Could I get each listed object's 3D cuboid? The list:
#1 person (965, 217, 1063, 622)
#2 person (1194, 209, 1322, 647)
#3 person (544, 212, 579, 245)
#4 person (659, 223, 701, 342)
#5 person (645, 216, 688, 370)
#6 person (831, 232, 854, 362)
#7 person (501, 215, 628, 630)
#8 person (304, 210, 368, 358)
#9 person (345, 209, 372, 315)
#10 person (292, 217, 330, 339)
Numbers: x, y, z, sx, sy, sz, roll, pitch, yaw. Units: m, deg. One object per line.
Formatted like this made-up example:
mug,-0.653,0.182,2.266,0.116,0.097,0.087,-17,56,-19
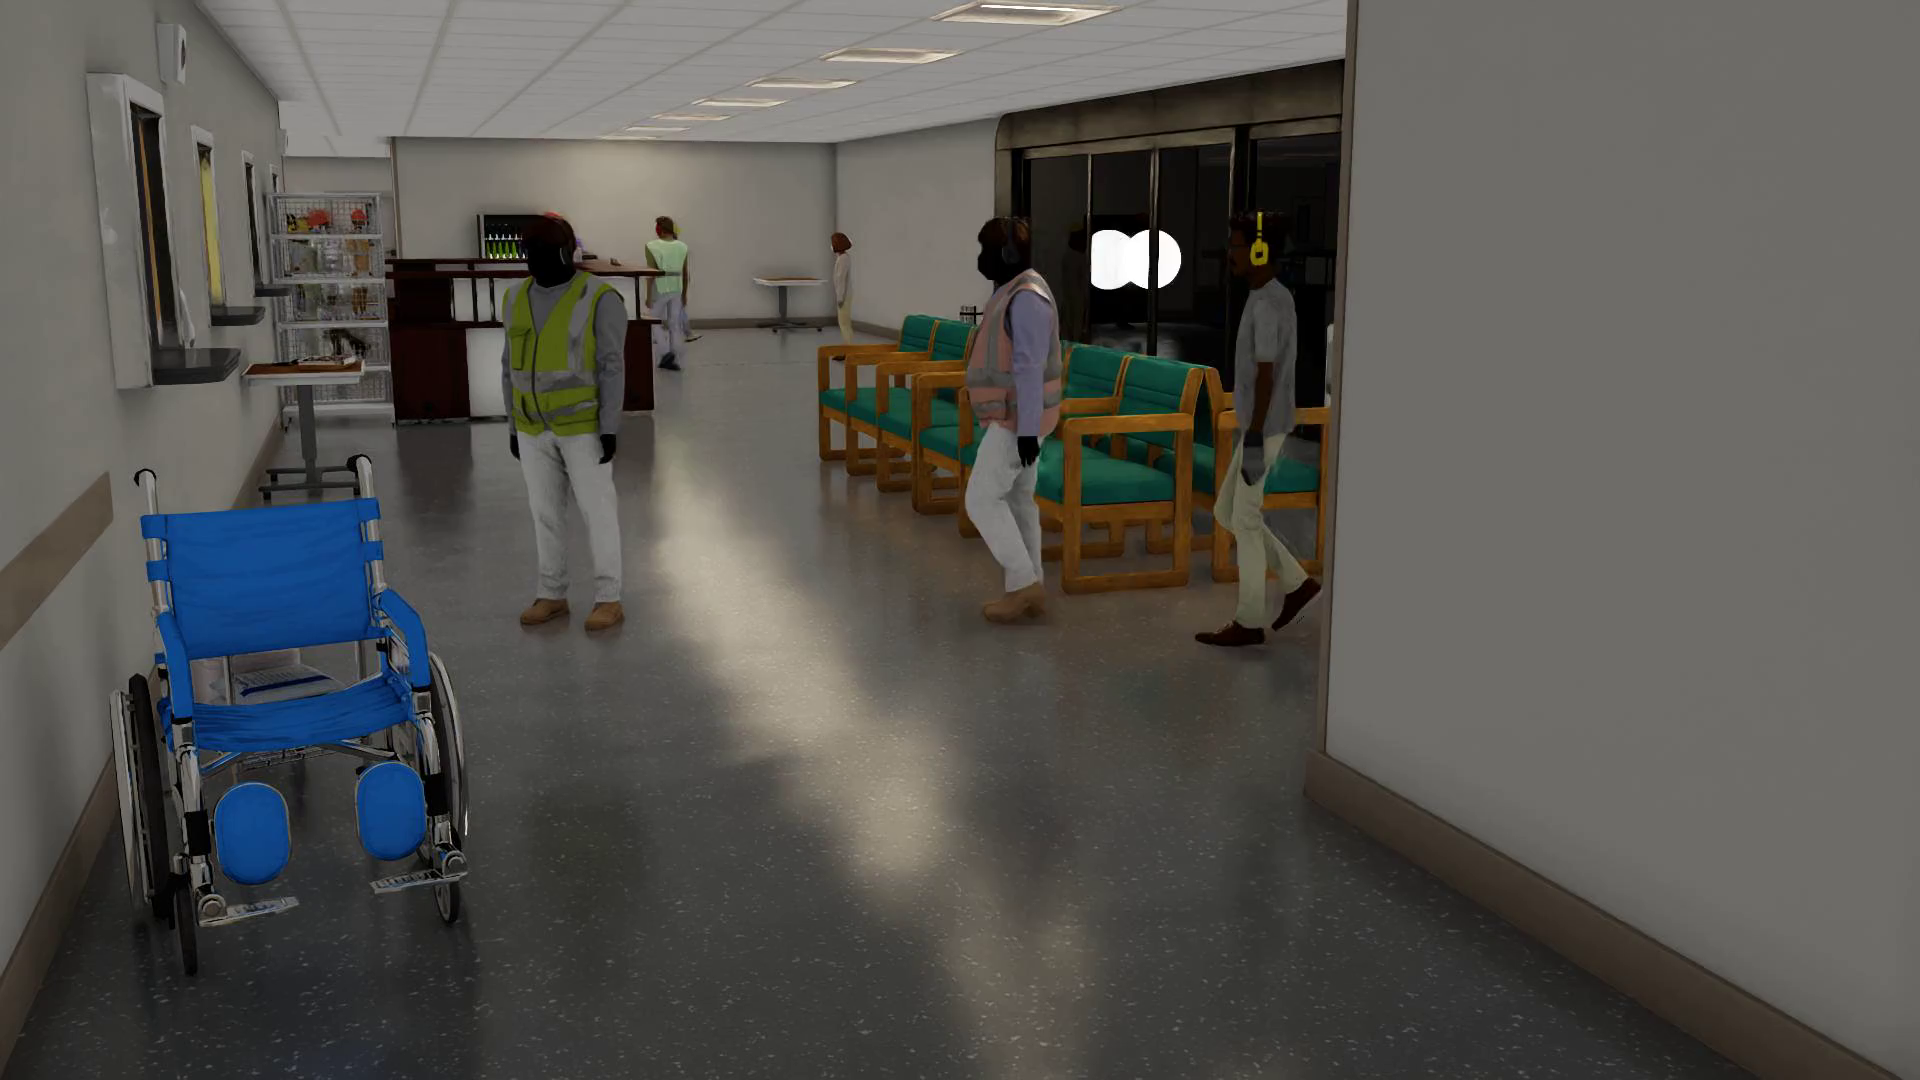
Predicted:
person,0.223,-0.526,7.492,0.461,1.825,0.658,-1,11,-4
person,1.266,-0.448,7.017,0.443,1.857,0.538,2,11,12
person,-5.772,-3.810,24.169,0.559,1.890,0.581,3,11,13
person,-4.159,-3.740,24.230,0.528,1.729,0.815,7,13,33
person,-3.509,-2.944,19.887,0.598,1.828,0.457,-9,14,-38
person,-1.500,-3.094,21.201,0.285,1.627,0.504,0,11,1
person,-1.768,-0.511,7.401,0.631,1.840,0.429,4,12,20
person,-7.532,-3.001,19.998,0.578,1.907,0.633,-5,12,-25
person,-10.076,-4.575,27.987,0.357,1.938,0.543,2,11,11
person,-9.657,-3.872,24.678,0.593,1.831,1.023,1,11,3
